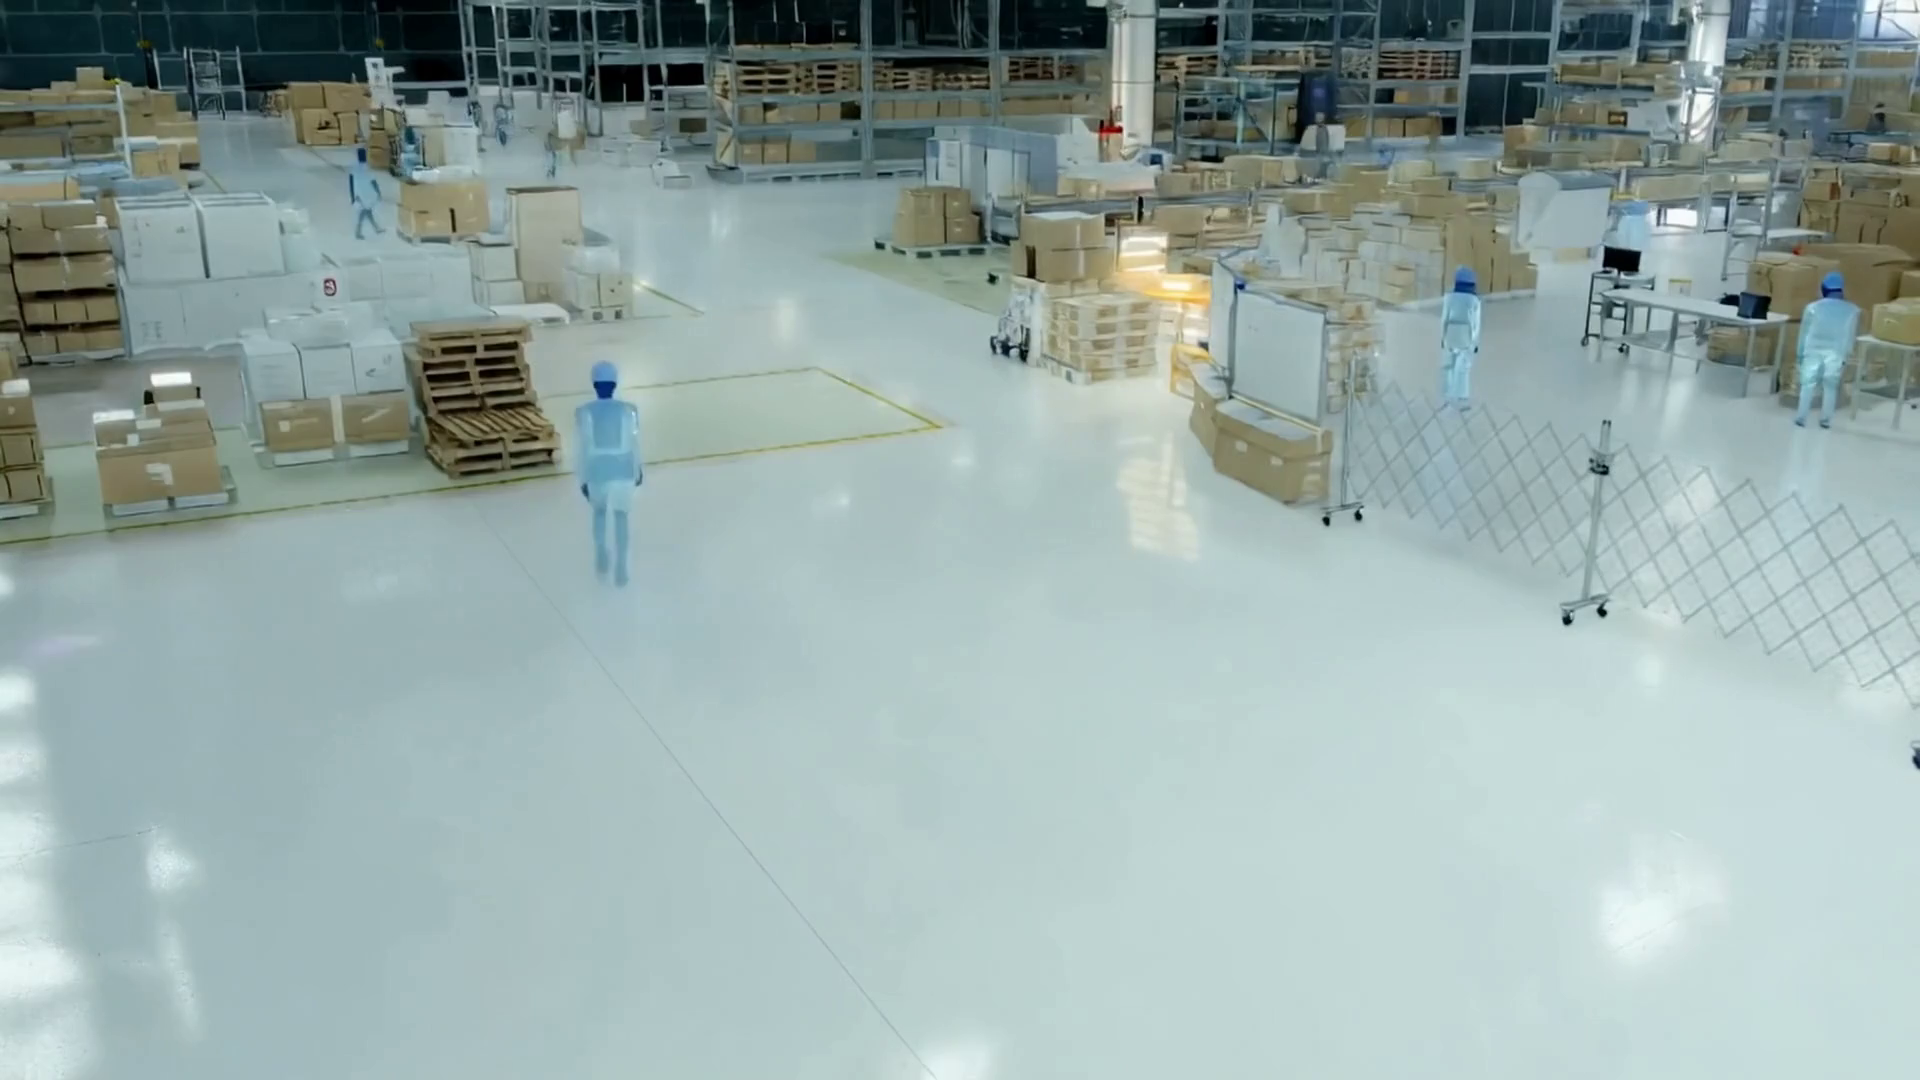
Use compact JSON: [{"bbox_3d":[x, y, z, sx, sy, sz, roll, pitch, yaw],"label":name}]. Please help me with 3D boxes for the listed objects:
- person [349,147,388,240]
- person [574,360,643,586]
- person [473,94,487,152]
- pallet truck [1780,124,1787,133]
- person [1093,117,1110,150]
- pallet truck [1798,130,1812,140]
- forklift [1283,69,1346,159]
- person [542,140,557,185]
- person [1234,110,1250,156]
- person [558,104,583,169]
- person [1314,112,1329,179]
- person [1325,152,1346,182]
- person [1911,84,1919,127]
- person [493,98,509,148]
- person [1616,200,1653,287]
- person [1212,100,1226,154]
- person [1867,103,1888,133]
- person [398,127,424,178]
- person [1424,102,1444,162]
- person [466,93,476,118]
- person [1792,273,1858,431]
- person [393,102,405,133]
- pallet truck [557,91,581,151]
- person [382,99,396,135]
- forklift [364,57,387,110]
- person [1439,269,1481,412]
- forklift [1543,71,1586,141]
[{"bbox_3d":[-12.647,-7.390,35.435,0.611,1.908,1.024,11,21,30],"label":"person"},{"bbox_3d":[-2.994,-0.600,14.262,0.548,1.909,0.738,-3,18,-9],"label":"person"},{"bbox_3d":[-16.321,-14.158,56.518,0.383,1.930,0.540,0,18,0],"label":"person"},{"bbox_3d":[25.206,-12.542,52.601,1.601,1.201,0.680,0,18,-2],"label":"pallet truck"},{"bbox_3d":[4.256,-11.664,49.144,0.534,1.670,0.768,12,21,32],"label":"person"},{"bbox_3d":[25.526,-11.556,49.408,1.630,1.274,0.653,-9,20,-26],"label":"pallet truck"},{"bbox_3d":[11.615,-13.871,54.079,1.129,2.768,1.873,-9,20,-27],"label":"forklift"},{"bbox_3d":[-10.100,-9.037,41.008,0.311,1.639,0.514,0,18,-1],"label":"person"},{"bbox_3d":[8.796,-12.615,51.980,0.544,1.745,0.534,6,19,19],"label":"person"},{"bbox_3d":[-11.909,-12.279,50.633,1.020,1.941,0.638,10,21,29],"label":"person"},{"bbox_3d":[9.957,-10.688,45.566,0.673,2.011,0.628,-2,18,-6],"label":"person"},{"bbox_3d":[7.929,-7.247,35.108,1.037,1.857,0.633,-6,19,-18],"label":"person"},{"bbox_3d":[39.444,-17.963,68.691,0.535,1.731,0.795,-11,21,-31],"label":"person"},{"bbox_3d":[-16.155,-14.670,58.501,0.548,1.668,0.683,-12,21,-33],"label":"person"},{"bbox_3d":[11.536,-5.011,28.509,0.770,1.603,0.498,-11,21,-30],"label":"person"},{"bbox_3d":[8.576,-13.699,55.093,0.547,1.919,0.658,-14,22,-37],"label":"person"},{"bbox_3d":[29.311,-13.060,53.252,0.617,1.821,0.425,-6,19,-18],"label":"person"},{"bbox_3d":[-13.675,-9.342,41.514,0.597,1.915,0.369,-9,20,-26],"label":"person"},{"bbox_3d":[15.172,-12.950,52.822,0.894,1.869,0.681,-4,18,-13],"label":"person"},{"bbox_3d":[-18.597,-16.212,63.404,0.527,1.621,0.388,10,20,27],"label":"person"},{"bbox_3d":[10.048,-2.180,19.340,0.595,1.824,0.404,6,19,17],"label":"person"},{"bbox_3d":[-19.020,-13.972,56.302,0.319,1.697,0.533,12,21,33],"label":"person"},{"bbox_3d":[-13.495,-14.412,57.188,0.823,1.965,1.885,-3,18,-9],"label":"pallet truck"},{"bbox_3d":[-18.257,-13.109,53.220,0.370,1.940,0.630,-5,19,-16],"label":"person"},{"bbox_3d":[-23.452,-17.993,66.928,1.873,2.768,1.129,4,18,11],"label":"forklift"},{"bbox_3d":[6.089,-2.429,20.254,0.483,1.736,0.311,14,22,36],"label":"person"},{"bbox_3d":[18.685,-13.231,52.085,1.873,2.768,1.129,-9,20,-26],"label":"forklift"}]
